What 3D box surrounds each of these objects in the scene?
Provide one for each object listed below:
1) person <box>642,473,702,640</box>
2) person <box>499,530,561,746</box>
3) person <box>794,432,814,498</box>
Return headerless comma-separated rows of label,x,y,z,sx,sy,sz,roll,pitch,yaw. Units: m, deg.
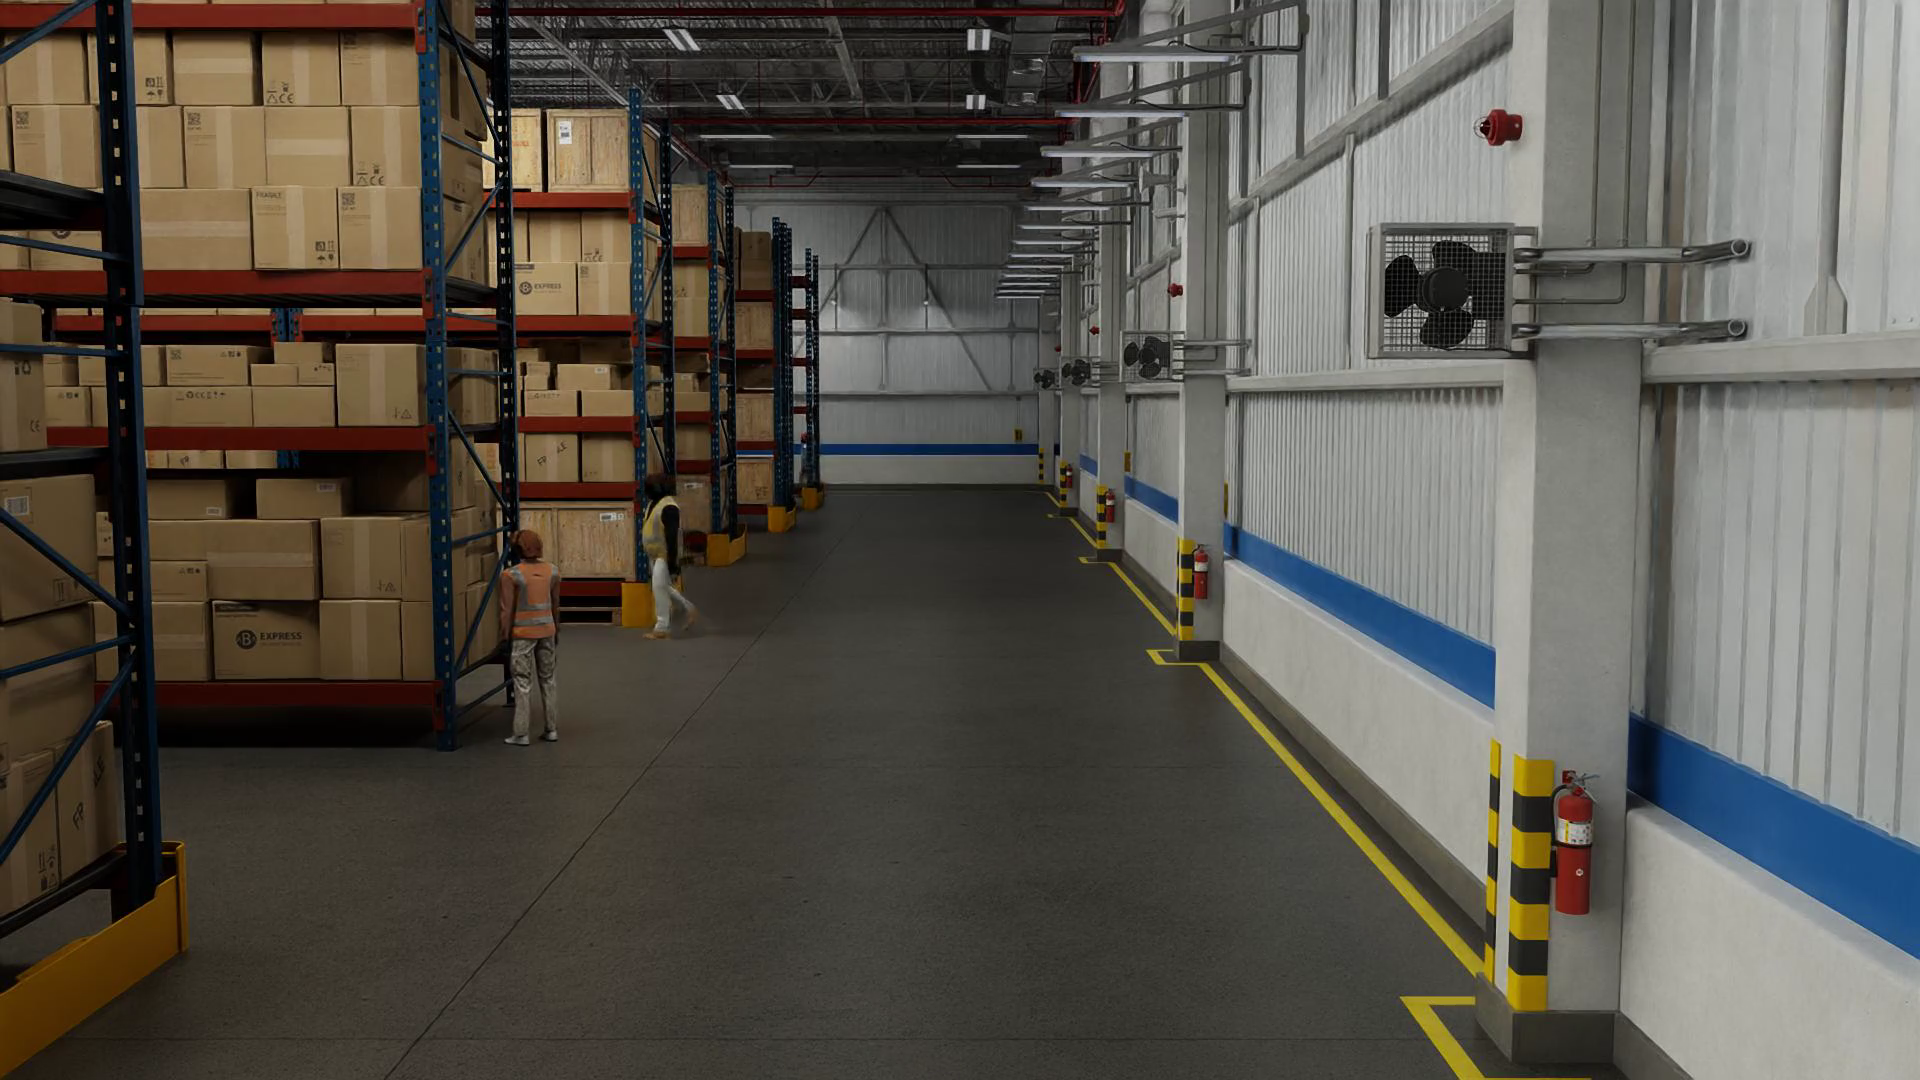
person,-3.151,0.170,18.088,0.635,1.818,0.666,-3,6,-28
person,-3.232,0.735,12.547,0.315,1.631,0.521,4,6,40
person,-3.956,-1.939,43.127,0.668,1.729,0.574,2,5,24
